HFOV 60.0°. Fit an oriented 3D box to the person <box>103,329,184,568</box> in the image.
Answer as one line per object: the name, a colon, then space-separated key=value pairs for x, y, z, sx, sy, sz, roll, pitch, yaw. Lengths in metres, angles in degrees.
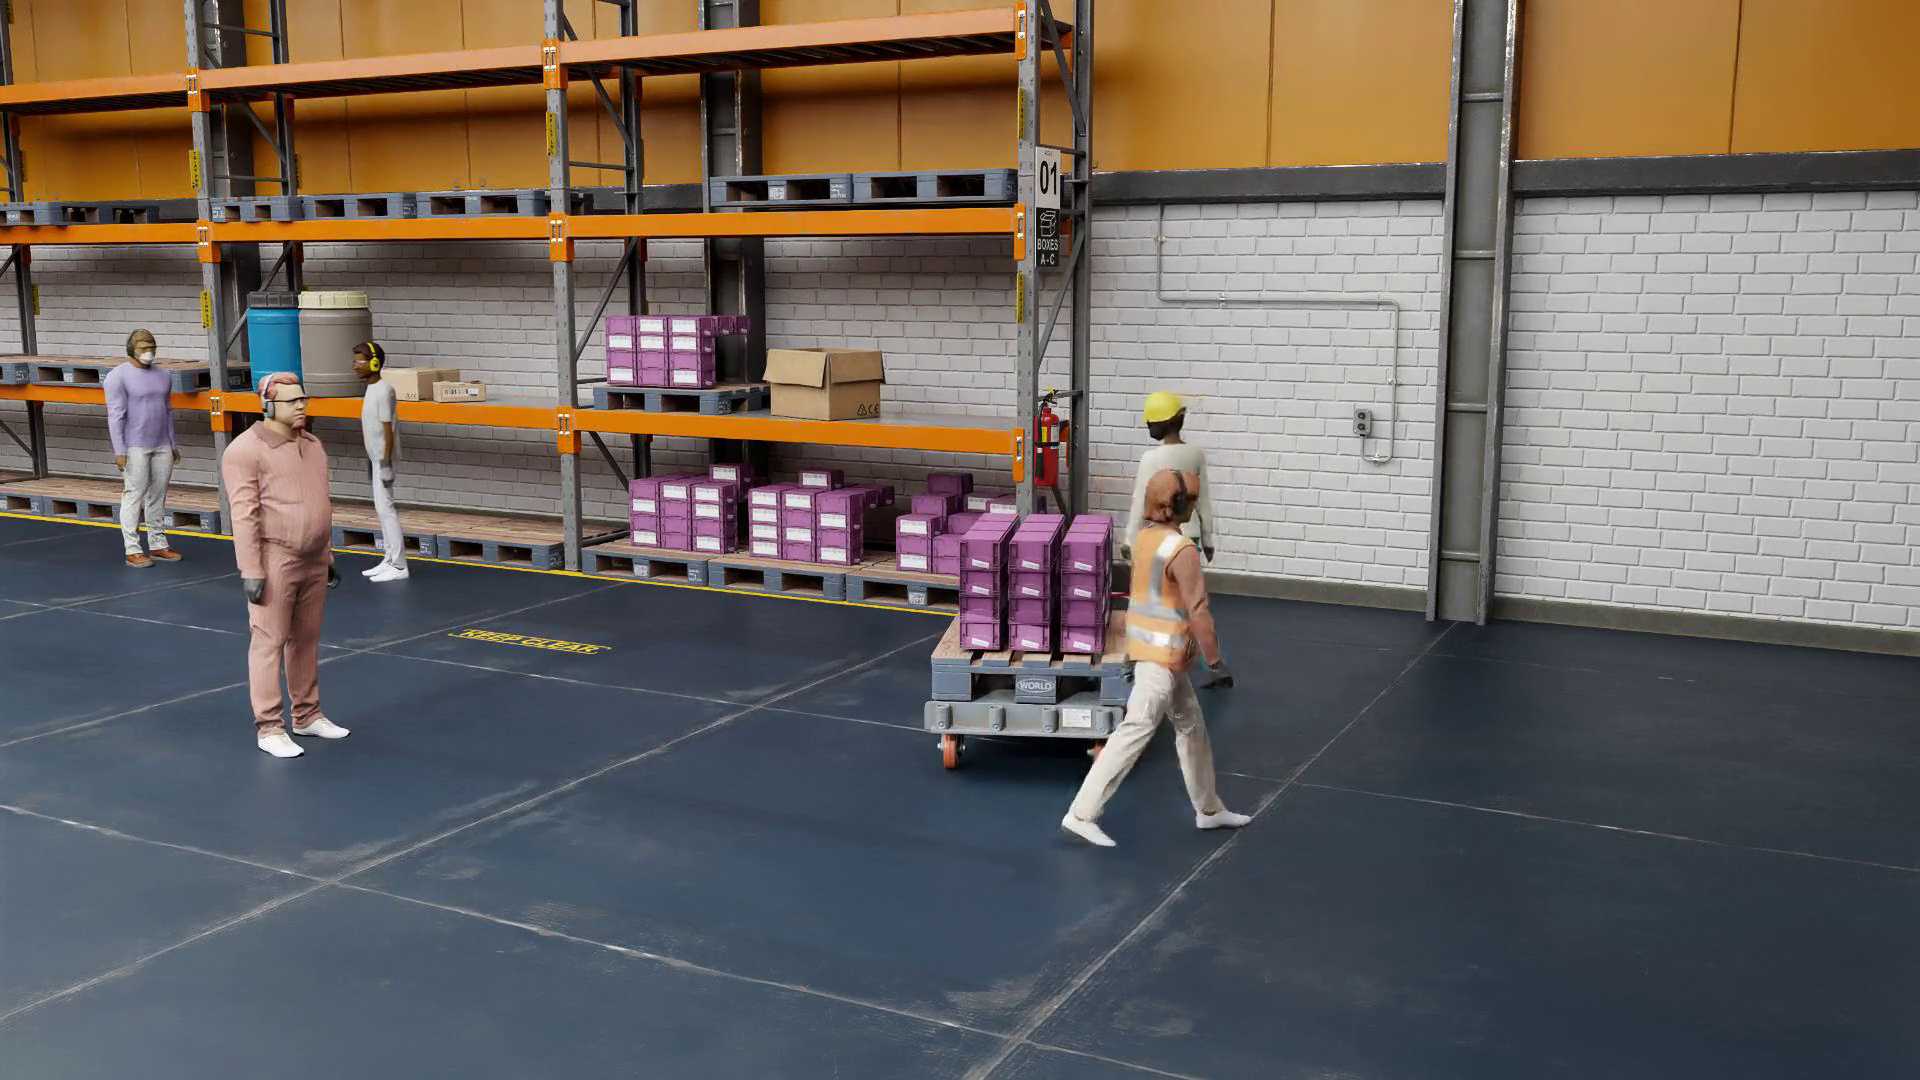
person: x=-6.669 y=-0.754 z=13.615 sx=0.351 sy=1.936 sz=0.634 roll=3 pitch=10 yaw=20

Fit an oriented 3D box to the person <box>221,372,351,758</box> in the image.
person: x=-3.354 y=0.114 z=8.356 sx=0.406 sy=1.911 sz=0.636 roll=3 pitch=10 yaw=18

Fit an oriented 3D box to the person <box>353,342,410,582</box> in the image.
person: x=-4.522 y=-0.604 z=12.969 sx=0.321 sy=1.853 sz=0.512 roll=-5 pitch=11 yaw=-29

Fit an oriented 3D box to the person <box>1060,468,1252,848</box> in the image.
person: x=0.817 y=0.494 z=6.982 sx=0.876 sy=1.591 sz=0.515 roll=-2 pitch=9 yaw=-10

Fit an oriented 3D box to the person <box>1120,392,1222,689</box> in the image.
person: x=1.278 y=0.001 z=9.689 sx=0.873 sy=1.724 sz=0.516 roll=8 pitch=12 yaw=42
